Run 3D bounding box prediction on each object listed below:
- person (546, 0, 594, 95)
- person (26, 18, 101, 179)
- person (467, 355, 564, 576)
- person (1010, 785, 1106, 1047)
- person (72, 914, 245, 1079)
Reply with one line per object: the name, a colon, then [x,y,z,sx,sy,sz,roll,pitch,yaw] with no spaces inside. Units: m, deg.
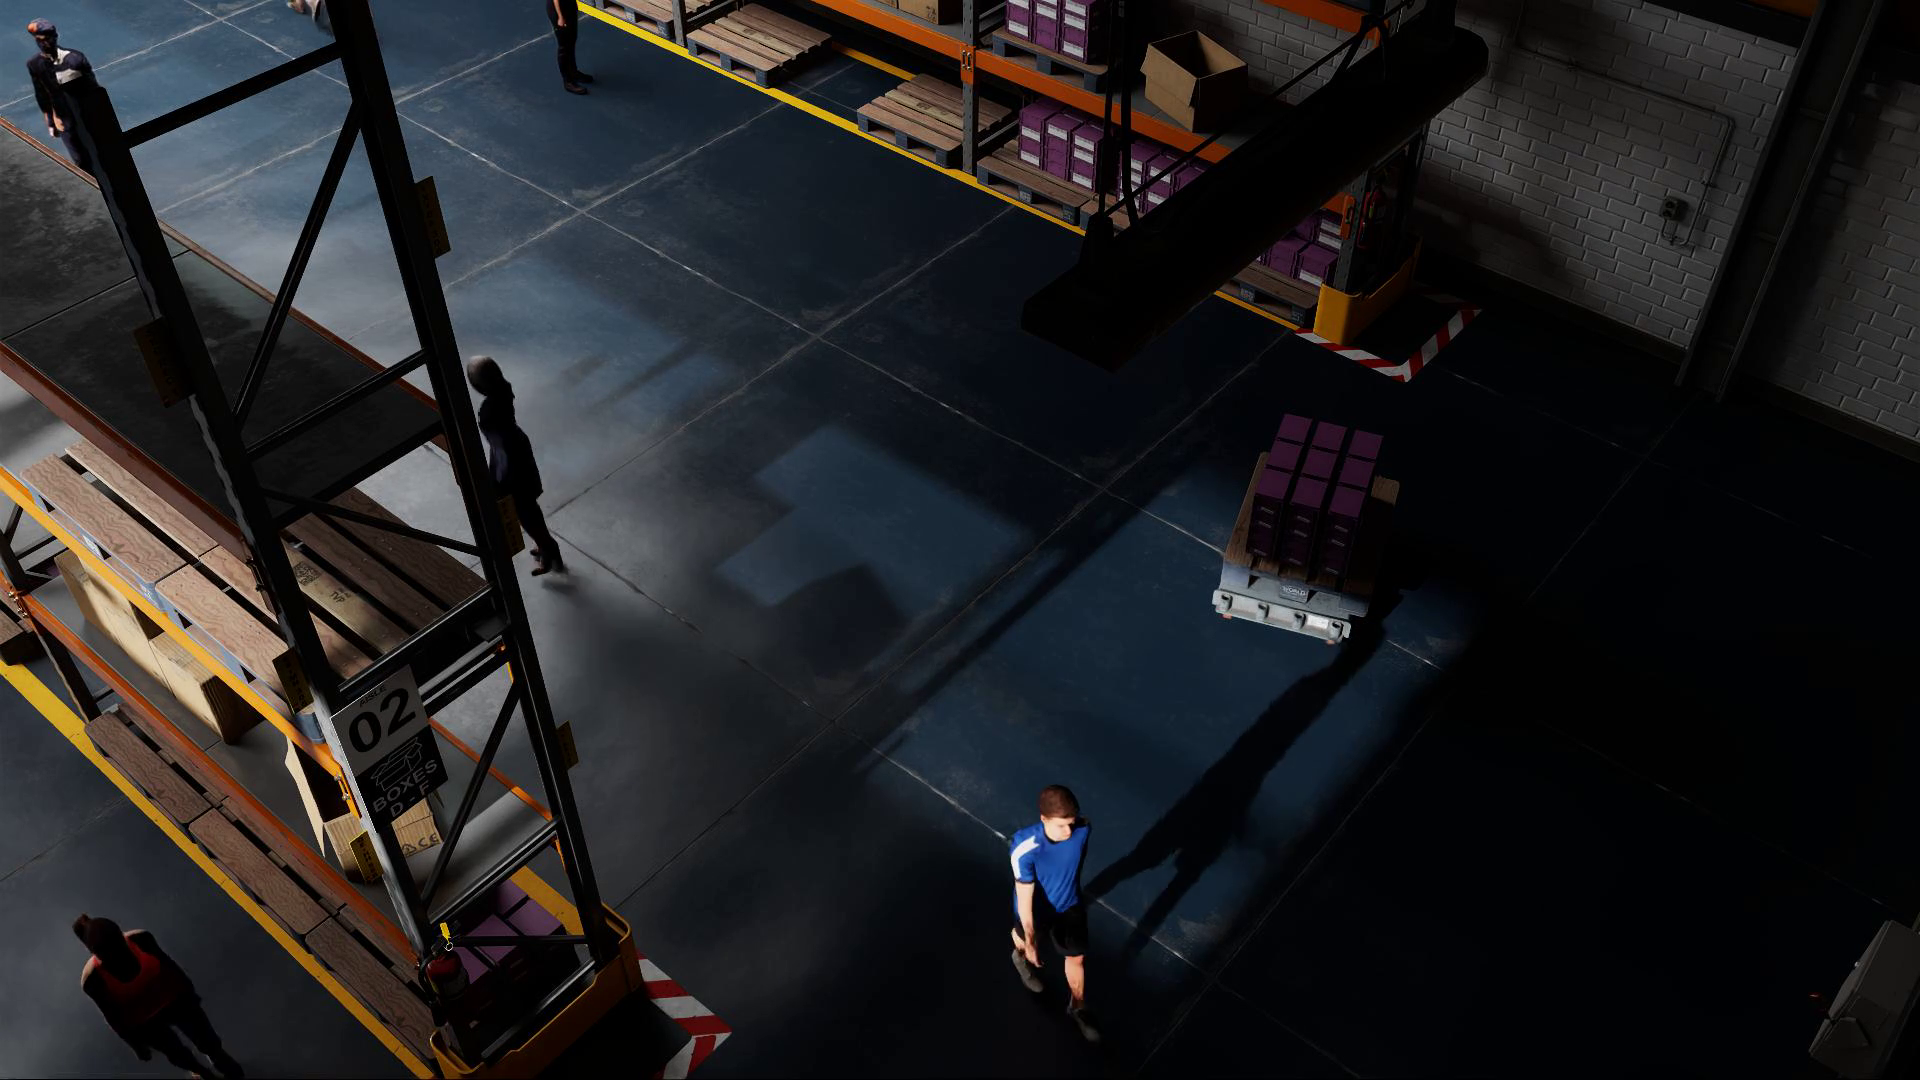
person: [-3.952,-5.306,16.580,0.700,1.687,0.678,5,44,6]
person: [-7.829,-3.735,14.782,0.781,1.892,0.796,-11,45,-11]
person: [-3.058,-0.516,11.534,0.857,1.712,0.754,-20,47,-20]
person: [0.418,1.866,8.944,0.903,1.835,1.123,-19,47,-19]
person: [-4.159,2.353,8.510,0.608,1.729,0.592,29,51,27]
